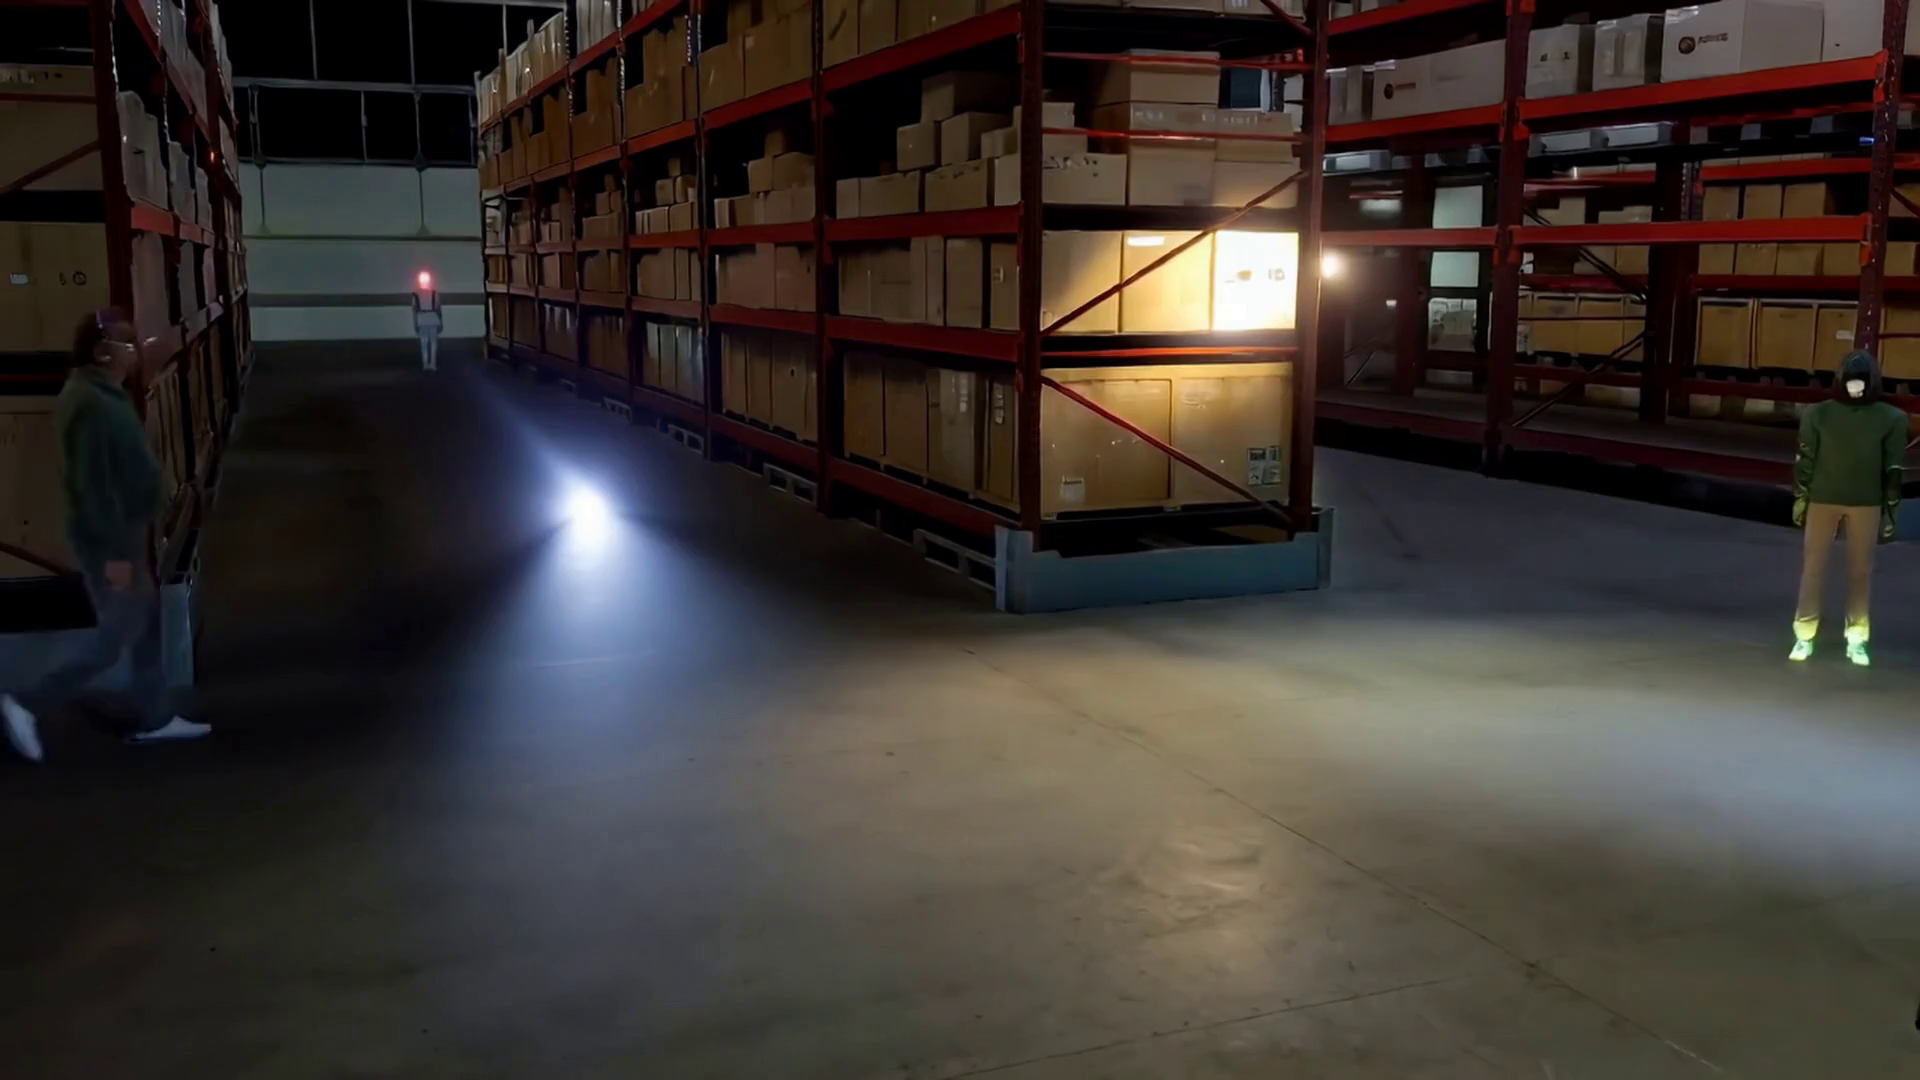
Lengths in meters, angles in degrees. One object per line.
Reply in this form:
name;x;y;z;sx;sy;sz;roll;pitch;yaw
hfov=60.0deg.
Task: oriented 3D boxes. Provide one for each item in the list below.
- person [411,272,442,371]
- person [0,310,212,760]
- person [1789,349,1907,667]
person;-10.272;-4.211;32.056;0.546;1.898;0.980;-3;10;-16
person;-3.622;-0.011;6.938;0.752;1.886;0.652;-6;11;-32
person;4.563;-0.164;8.575;0.500;1.633;0.281;4;10;24
